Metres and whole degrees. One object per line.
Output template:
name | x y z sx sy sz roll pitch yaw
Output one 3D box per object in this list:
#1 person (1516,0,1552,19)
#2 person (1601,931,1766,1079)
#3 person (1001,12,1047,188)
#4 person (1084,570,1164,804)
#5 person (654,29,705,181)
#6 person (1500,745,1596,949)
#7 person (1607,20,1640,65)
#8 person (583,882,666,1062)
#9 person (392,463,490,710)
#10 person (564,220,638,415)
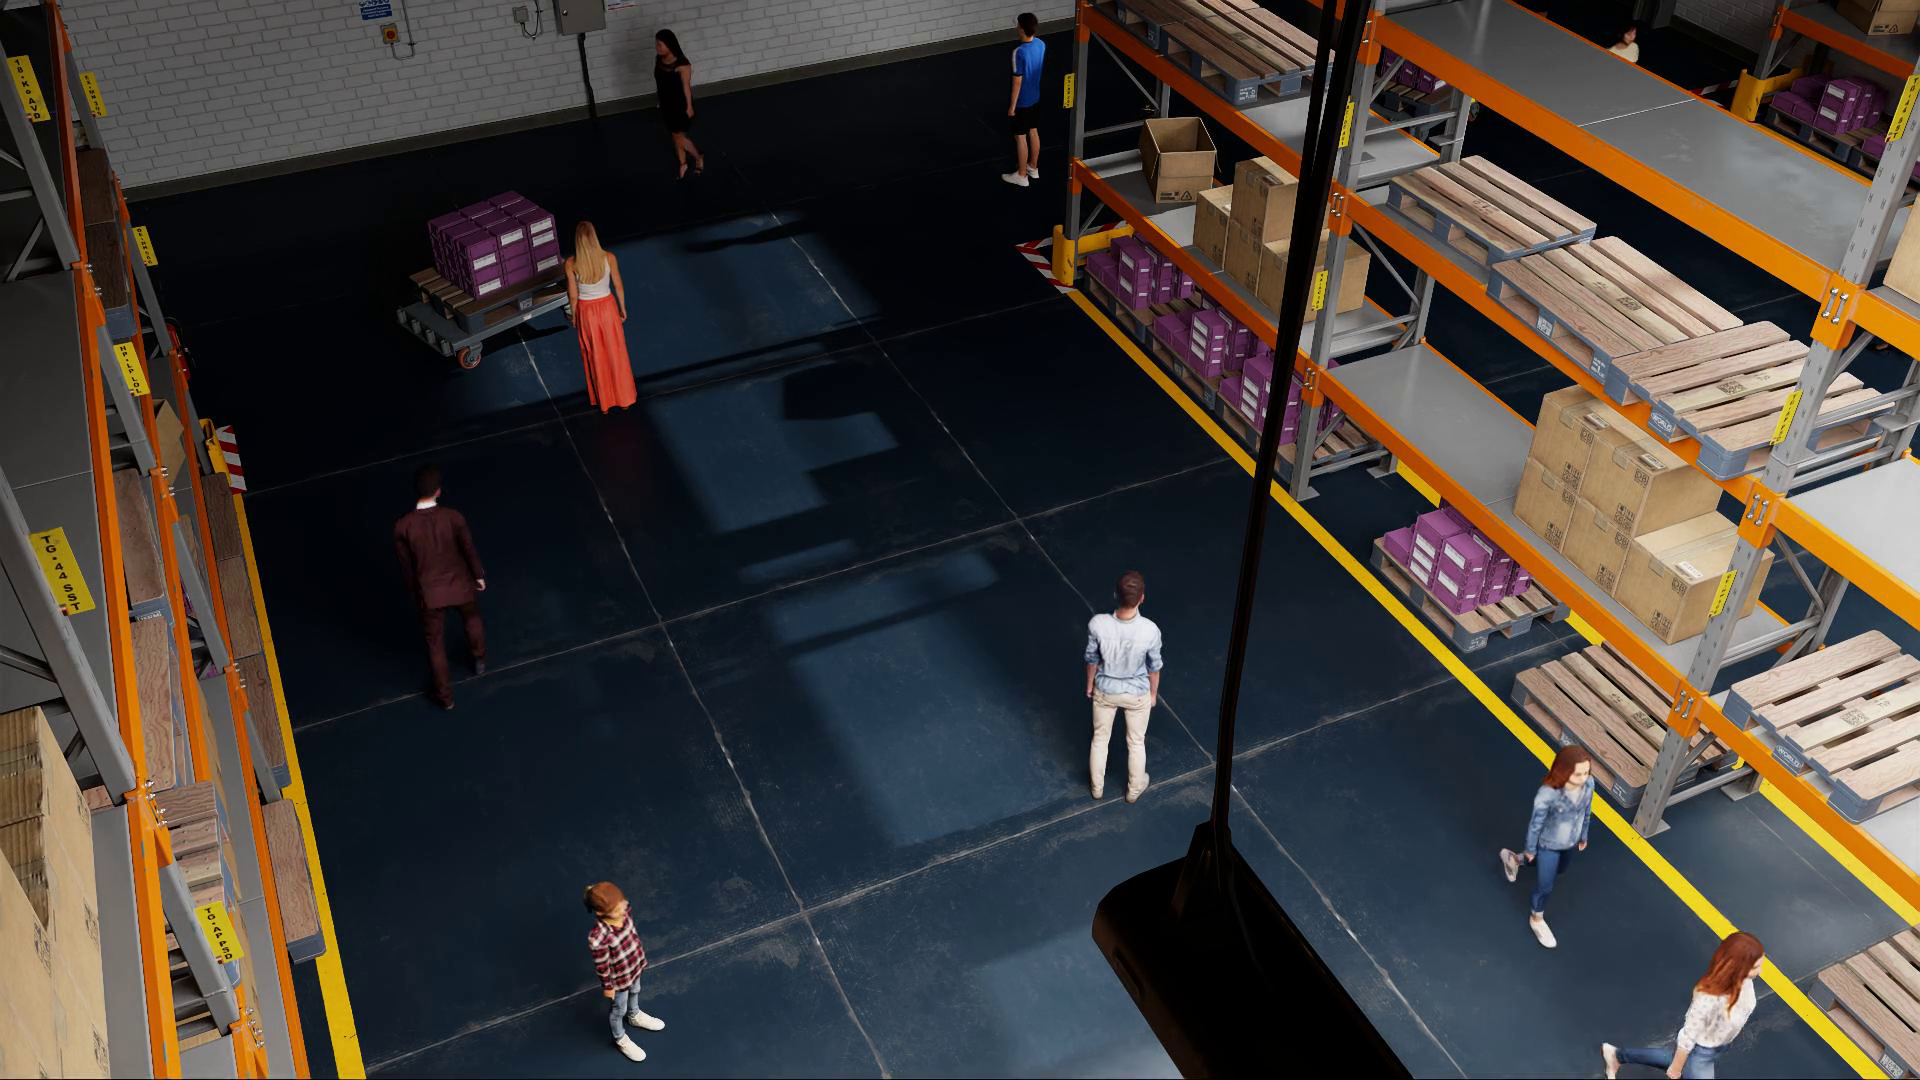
person | 6.935 -6.533 20.068 0.663 1.741 0.647 -2 39 -2
person | 3.797 2.583 8.678 0.740 1.710 1.086 -26 45 -29
person | 0.698 -4.694 17.665 0.745 1.866 0.736 23 44 26
person | 1.031 0.953 10.608 0.732 1.847 0.766 9 39 11
person | -2.956 -4.644 17.728 0.816 1.709 0.728 -30 47 -32
person | 3.518 1.741 9.929 0.566 1.465 0.830 -16 41 -19
person | 7.112 -4.930 18.215 0.605 1.548 0.999 -15 41 -17
person | -1.903 2.367 9.272 0.682 1.307 0.625 14 41 17
person | -3.509 0.359 11.367 0.709 1.829 0.820 -20 43 -24
person | -3.094 -1.900 14.219 0.669 1.801 0.632 -10 40 -12
